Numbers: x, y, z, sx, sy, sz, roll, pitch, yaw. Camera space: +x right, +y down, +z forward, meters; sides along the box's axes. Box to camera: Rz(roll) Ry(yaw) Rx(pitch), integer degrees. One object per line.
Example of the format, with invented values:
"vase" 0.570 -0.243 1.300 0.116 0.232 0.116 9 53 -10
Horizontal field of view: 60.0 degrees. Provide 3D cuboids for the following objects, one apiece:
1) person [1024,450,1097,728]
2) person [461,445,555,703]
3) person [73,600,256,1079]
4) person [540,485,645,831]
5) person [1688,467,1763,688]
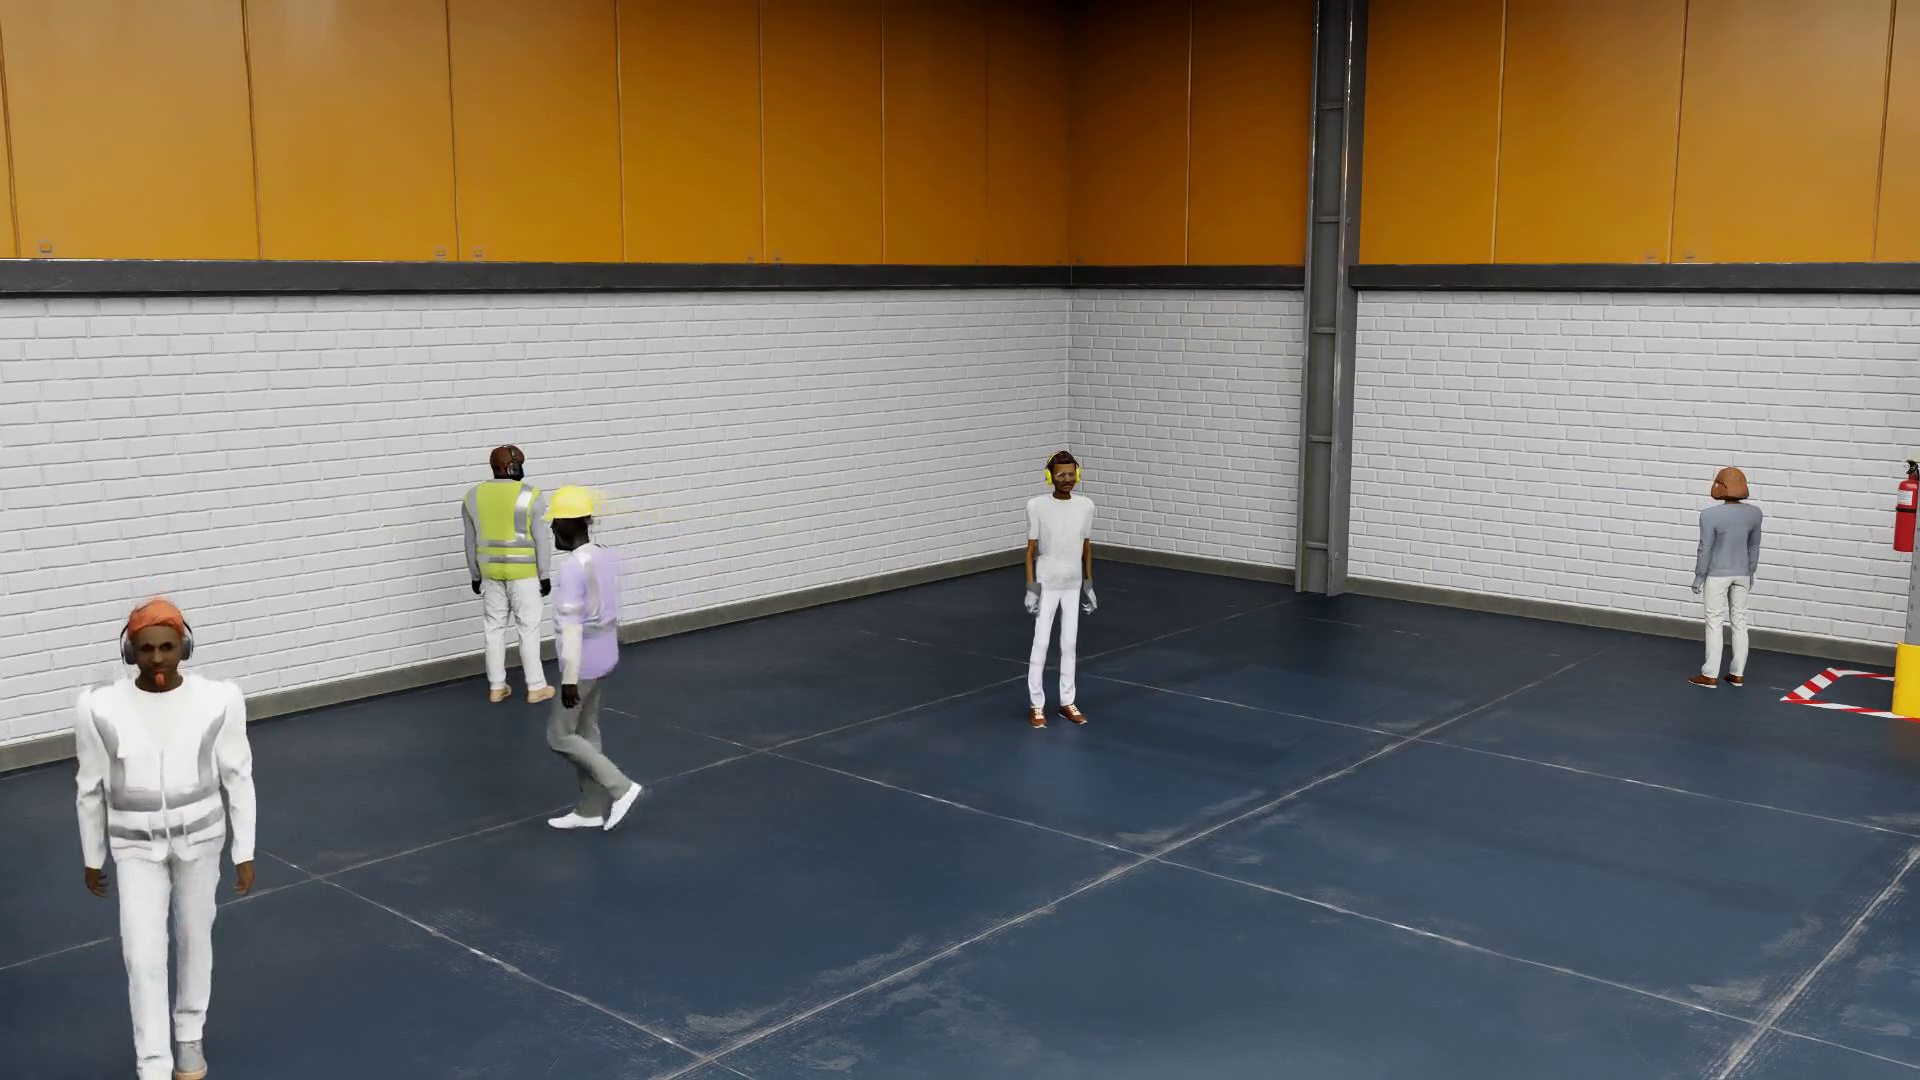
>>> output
"person" 0.678 0.325 11.206 0.519 1.874 0.331 -3 10 -18
"person" -3.191 0.244 11.822 0.624 1.841 0.430 2 9 10
"person" -2.849 1.157 6.004 0.590 1.853 0.884 -4 10 -26
"person" -2.010 0.657 8.984 0.475 1.912 0.621 1 9 5
"person" 5.635 0.276 12.249 0.500 1.636 0.282 -2 9 -11
